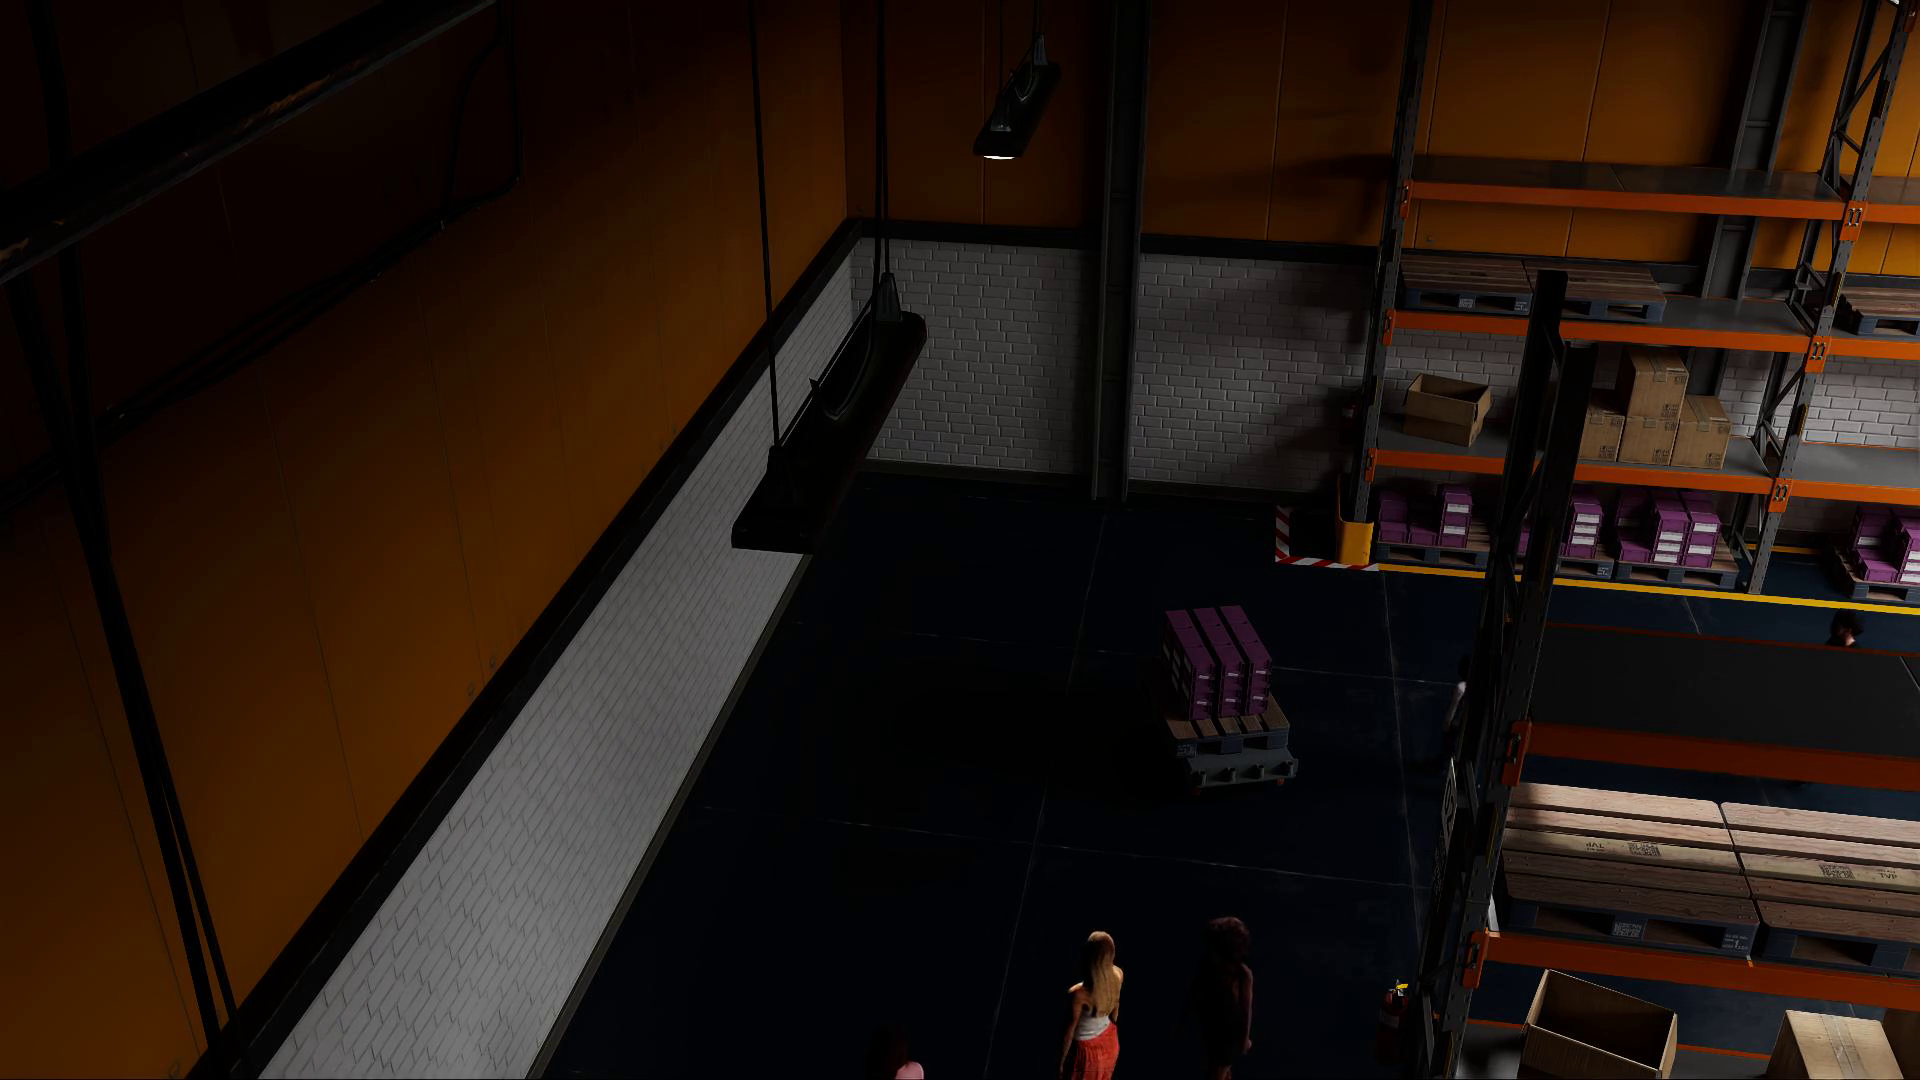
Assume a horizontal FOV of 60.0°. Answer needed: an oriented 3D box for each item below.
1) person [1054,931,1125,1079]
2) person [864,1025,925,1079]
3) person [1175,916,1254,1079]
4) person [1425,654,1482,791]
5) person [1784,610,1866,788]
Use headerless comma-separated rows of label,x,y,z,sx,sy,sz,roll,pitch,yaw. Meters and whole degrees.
person,0.870,3.224,10.238,0.959,1.778,1.053,-24,37,-37
person,-0.380,3.529,9.654,0.706,1.803,0.687,25,37,38
person,1.704,3.067,10.546,1.026,1.759,1.003,-23,36,-36
person,4.209,1.533,13.893,0.817,1.247,0.882,-19,34,-31
person,7.229,1.363,13.685,0.779,1.745,0.685,6,29,11
